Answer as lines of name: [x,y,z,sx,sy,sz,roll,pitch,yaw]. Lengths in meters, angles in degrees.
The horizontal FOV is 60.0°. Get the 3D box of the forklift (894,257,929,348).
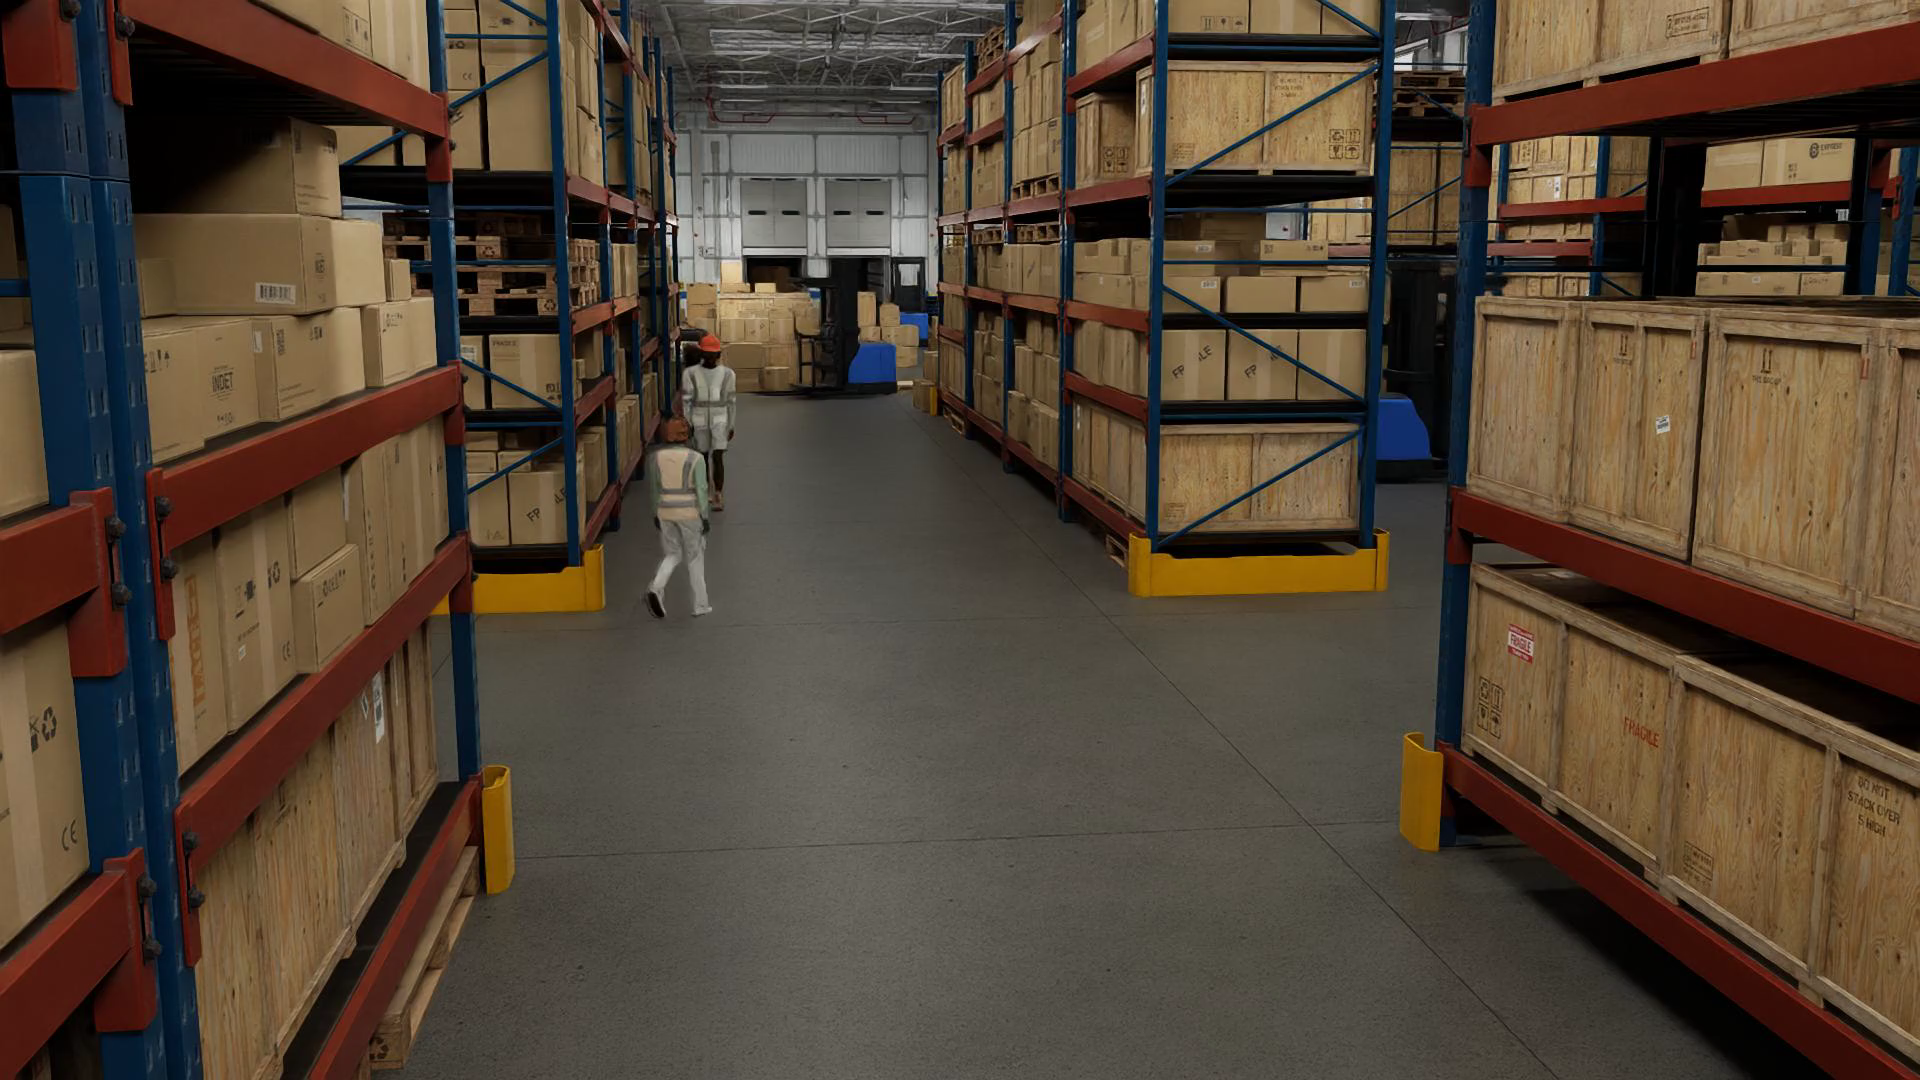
forklift: [-1.574,-7.394,51.613,1.129,2.768,1.873,-1,10,-7]

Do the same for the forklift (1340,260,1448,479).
forklift: [5.753,-2.195,21.346,1.873,2.768,1.129,-1,10,-7]

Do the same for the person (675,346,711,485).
person: [-3.262,-1.474,20.325,0.429,1.801,0.750,-1,10,-8]

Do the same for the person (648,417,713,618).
person: [-2.261,-0.166,13.204,0.558,1.616,0.580,4,10,21]

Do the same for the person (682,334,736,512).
person: [-2.865,-1.365,19.074,0.603,2.007,1.026,-1,10,-6]

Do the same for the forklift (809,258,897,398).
forklift: [-2.307,-4.330,33.776,1.873,2.768,1.129,-4,10,-20]
